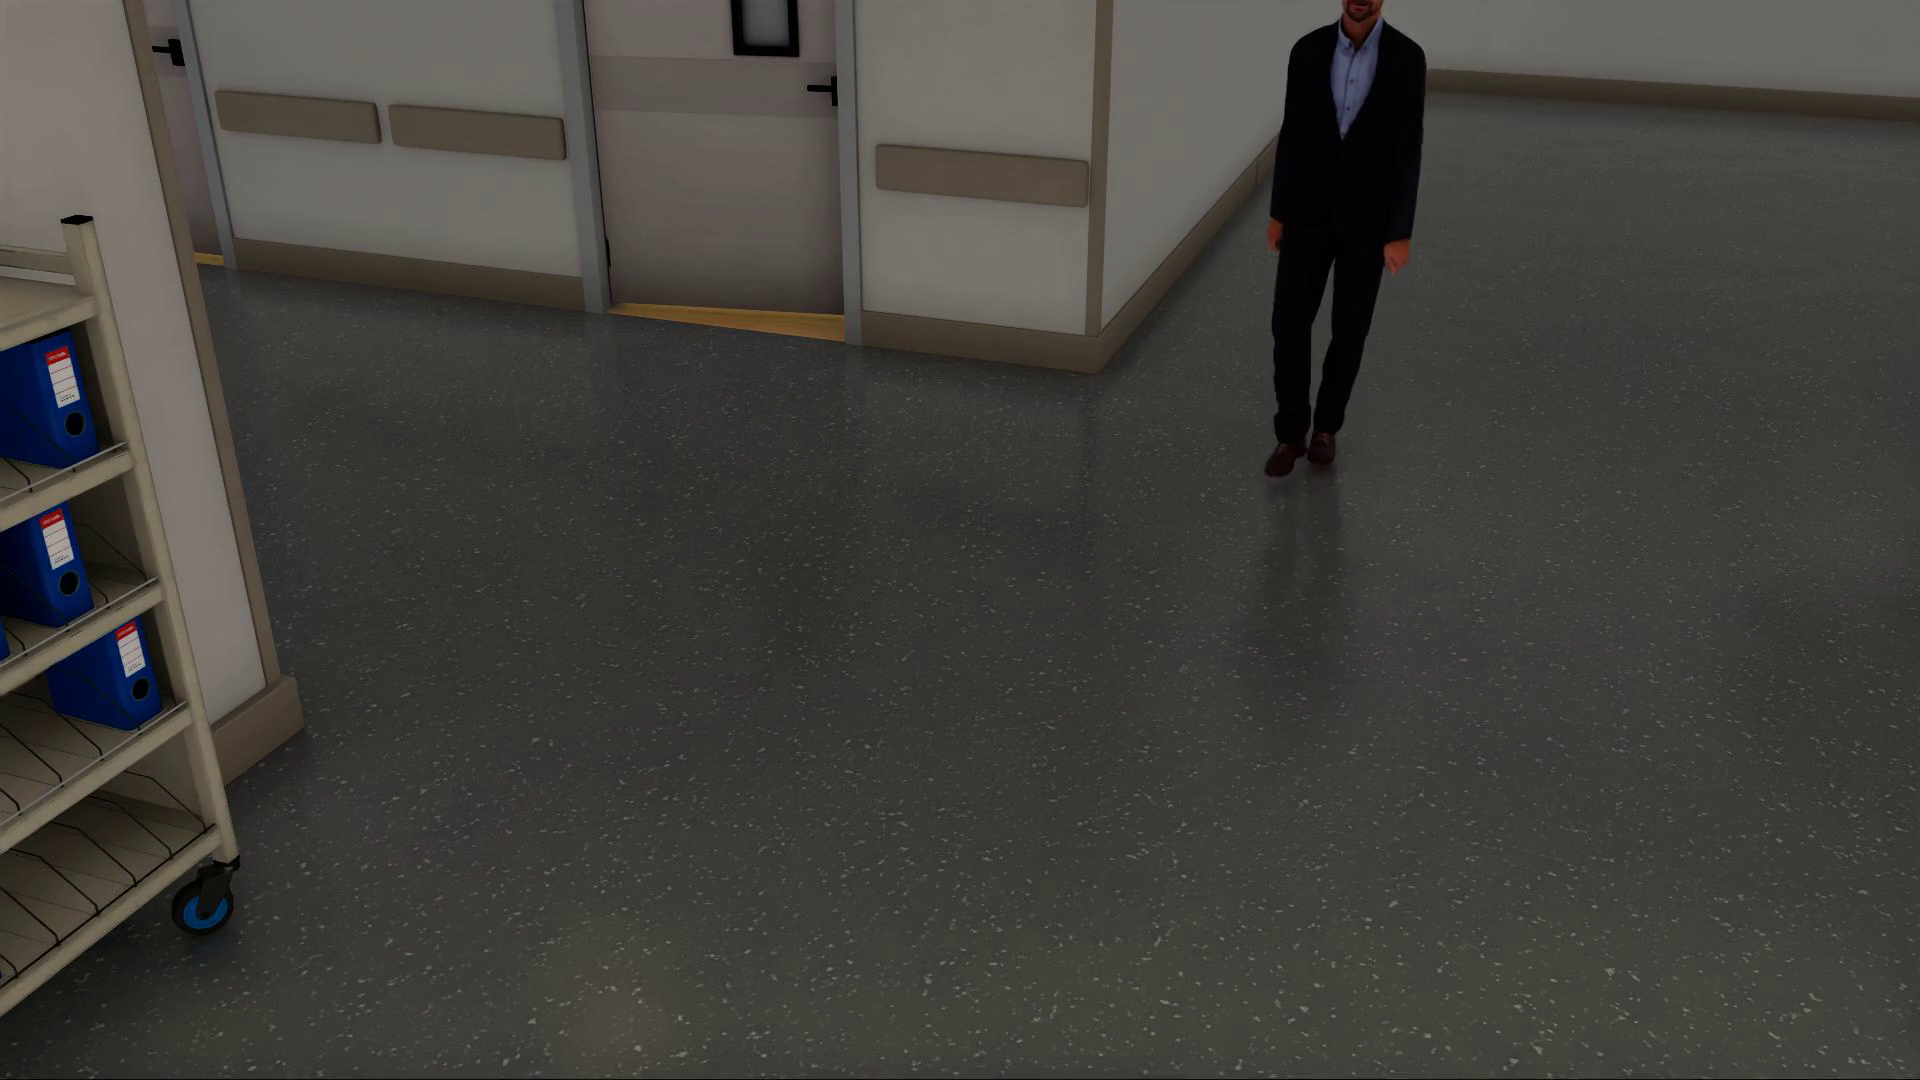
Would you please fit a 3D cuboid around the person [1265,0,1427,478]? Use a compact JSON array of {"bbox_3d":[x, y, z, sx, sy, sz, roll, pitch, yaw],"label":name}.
[{"bbox_3d":[1.358,-1.156,5.897,0.666,1.849,0.749,8,27,16],"label":"person"}]
